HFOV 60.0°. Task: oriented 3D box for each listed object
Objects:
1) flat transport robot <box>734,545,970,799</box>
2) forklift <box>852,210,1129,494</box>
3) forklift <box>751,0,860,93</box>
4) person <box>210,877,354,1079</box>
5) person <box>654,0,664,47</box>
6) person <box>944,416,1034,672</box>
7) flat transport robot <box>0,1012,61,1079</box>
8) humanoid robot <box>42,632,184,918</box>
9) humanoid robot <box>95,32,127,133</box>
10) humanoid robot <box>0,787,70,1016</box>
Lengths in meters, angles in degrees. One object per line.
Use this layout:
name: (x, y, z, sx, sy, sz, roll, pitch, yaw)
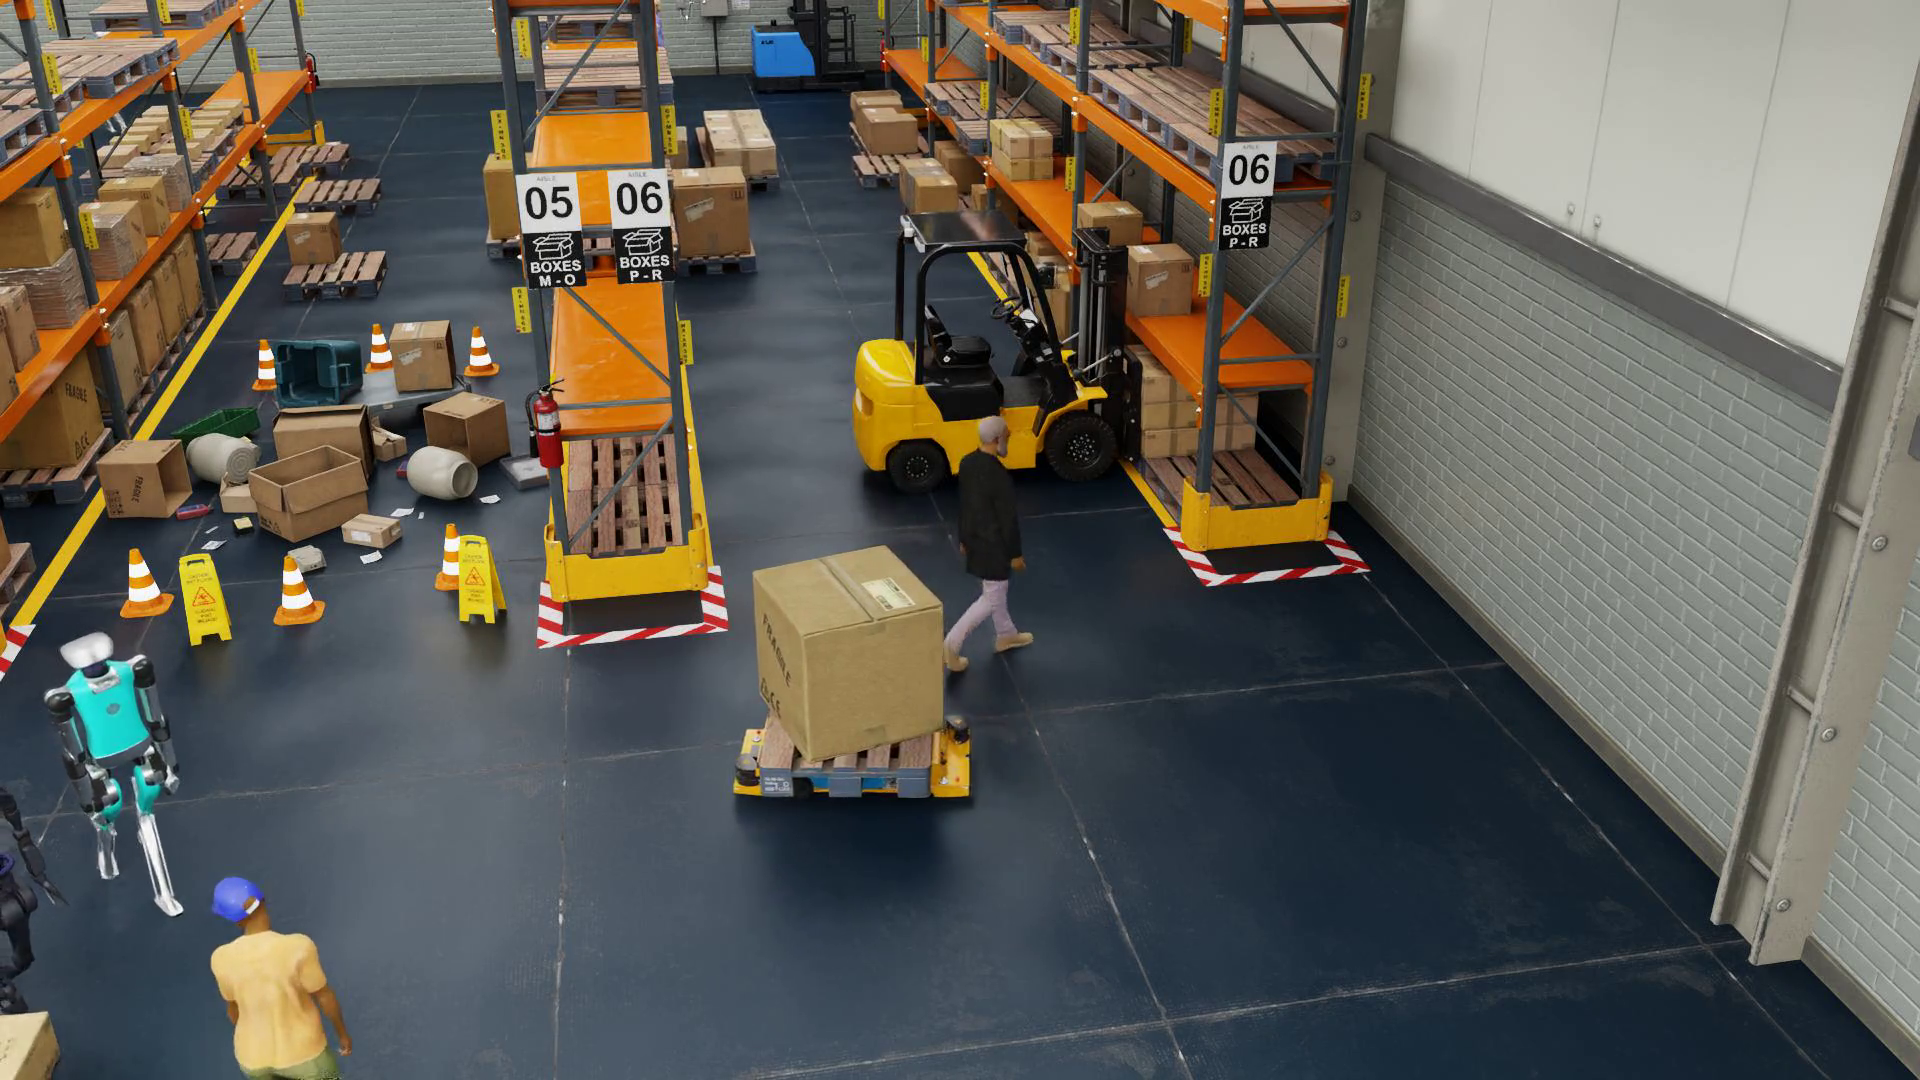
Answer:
flat transport robot: (-0.654, 1.339, 10.340, 1.431, 0.231, 0.659, 0, 26, 1)
forklift: (0.216, -1.659, 14.366, 2.313, 2.155, 1.214, -5, 26, -10)
forklift: (-2.872, -9.679, 30.288, 1.873, 2.768, 1.129, -5, 26, -10)
person: (-2.822, 2.139, 7.022, 0.479, 1.691, 0.389, 0, 26, -1)
person: (-5.414, -8.637, 29.367, 0.422, 1.780, 0.623, -17, 30, -31)
person: (0.166, 0.025, 11.276, 0.835, 1.827, 0.536, -13, 29, -26)
flat transport robot: (-4.543, 2.838, 7.218, 1.431, 0.231, 0.659, -10, 27, -19)
humanoid robot: (-4.583, 1.234, 8.935, 0.859, 1.848, 0.562, 22, 33, 38)
humanoid robot: (-13.646, -7.295, 26.666, 0.550, 1.747, 1.039, -22, 33, -38)
humanoid robot: (-4.675, 1.722, 7.982, 0.740, 1.650, 0.600, 15, 30, 29)
